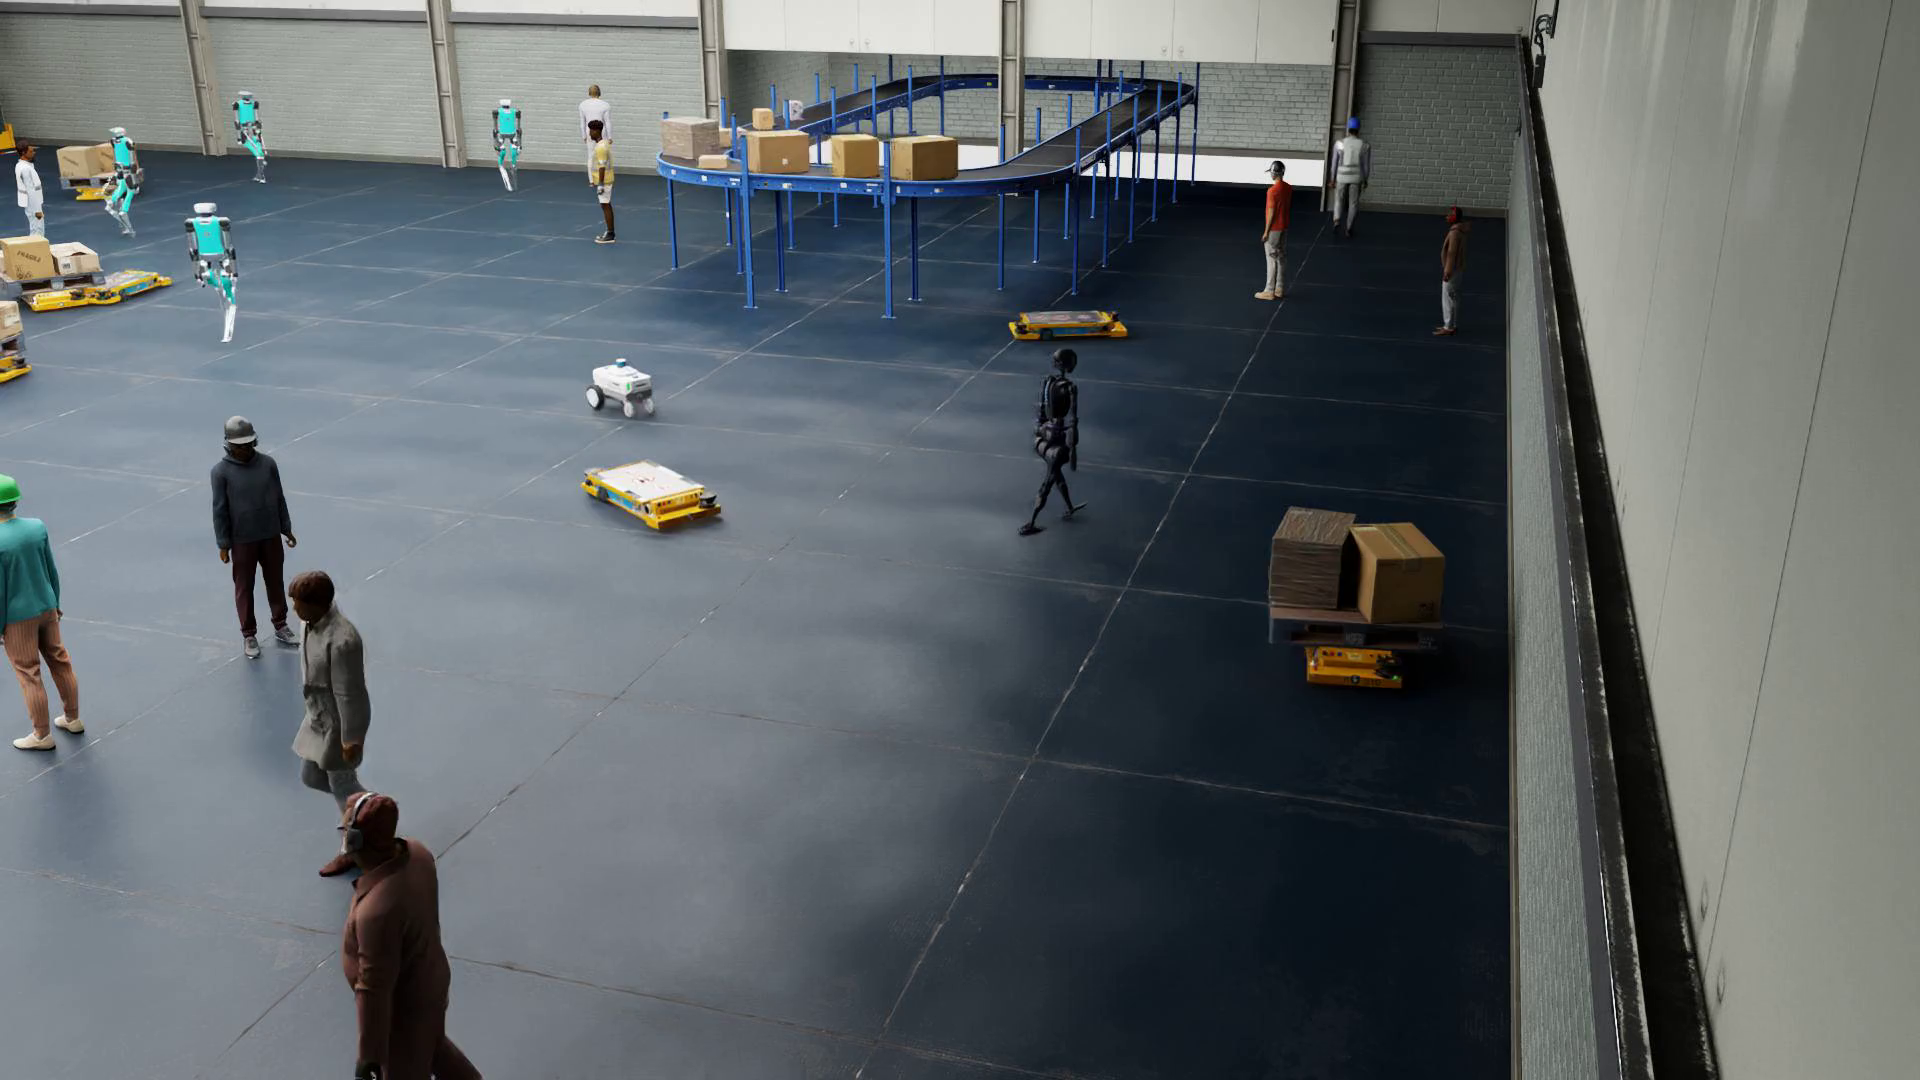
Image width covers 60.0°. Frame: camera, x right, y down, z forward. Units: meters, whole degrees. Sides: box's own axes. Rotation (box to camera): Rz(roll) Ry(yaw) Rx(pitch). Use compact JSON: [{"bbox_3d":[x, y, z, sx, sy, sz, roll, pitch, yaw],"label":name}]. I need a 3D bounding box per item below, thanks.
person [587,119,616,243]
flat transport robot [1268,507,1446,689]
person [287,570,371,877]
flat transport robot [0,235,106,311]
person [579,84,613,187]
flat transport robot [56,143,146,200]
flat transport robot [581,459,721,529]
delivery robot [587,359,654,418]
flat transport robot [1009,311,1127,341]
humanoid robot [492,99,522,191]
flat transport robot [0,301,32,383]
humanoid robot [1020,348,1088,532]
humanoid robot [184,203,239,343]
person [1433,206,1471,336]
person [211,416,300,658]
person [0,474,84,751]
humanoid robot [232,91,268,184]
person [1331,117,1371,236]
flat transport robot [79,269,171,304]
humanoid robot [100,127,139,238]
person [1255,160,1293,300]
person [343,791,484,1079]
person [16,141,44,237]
[{"bbox_3d":[-5.775,-5.802,26.881,0.373,1.959,0.602,-3,21,-7],"label":"person"},{"bbox_3d":[2.886,0.705,12.349,0.659,0.231,1.431,3,21,9],"label":"flat transport robot"},{"bbox_3d":[-3.522,1.018,9.381,0.435,1.817,0.539,-20,29,-41],"label":"person"},{"bbox_3d":[-12.594,-3.433,23.083,0.659,0.231,1.431,-16,26,-36],"label":"flat transport robot"},{"bbox_3d":[-7.003,-7.795,32.099,0.623,1.931,0.375,3,21,8],"label":"person"},{"bbox_3d":[-16.062,-6.592,31.275,0.659,0.231,1.431,-3,21,-8],"label":"flat transport robot"},{"bbox_3d":[-2.856,-0.433,15.301,0.659,0.231,1.431,-17,27,-36],"label":"flat transport robot"},{"bbox_3d":[-3.671,-1.676,18.108,0.756,0.580,0.499,20,28,41],"label":"delivery robot"},{"bbox_3d":[1.377,-2.746,21.299,1.431,0.231,0.659,-2,21,-6],"label":"flat transport robot"},{"bbox_3d":[-8.589,-7.409,31.514,0.543,1.895,0.764,-10,23,-24],"label":"humanoid robot"},{"bbox_3d":[-11.663,-1.981,19.315,1.431,0.231,0.659,2,21,5],"label":"flat transport robot"},{"bbox_3d":[0.863,-0.879,14.560,0.803,1.616,0.613,-12,24,-28],"label":"humanoid robot"},{"bbox_3d":[-9.380,-3.441,21.107,0.530,1.778,0.995,-4,21,-10],"label":"humanoid robot"},{"bbox_3d":[6.263,-3.413,21.118,0.313,1.645,0.480,10,23,24],"label":"person"},{"bbox_3d":[-5.145,-0.043,12.140,0.552,1.811,0.373,-19,28,-40],"label":"person"},{"bbox_3d":[-6.038,0.463,10.746,0.350,1.874,0.512,8,22,20],"label":"person"},{"bbox_3d":[-13.723,-7.825,32.455,0.872,1.784,0.544,16,26,35],"label":"humanoid robot"},{"bbox_3d":[6.397,-5.943,27.279,0.623,1.932,0.492,6,22,14],"label":"person"},{"bbox_3d":[-11.852,-3.561,23.413,0.659,0.231,1.431,4,21,10],"label":"flat transport robot"},{"bbox_3d":[-13.789,-5.780,27.213,0.538,1.860,0.704,12,24,29],"label":"humanoid robot"},{"bbox_3d":[4.348,-4.294,23.039,0.475,1.910,0.403,-20,29,-41],"label":"person"},{"bbox_3d":[-2.264,1.937,6.908,0.528,1.900,0.784,-4,21,-9],"label":"person"},{"bbox_3d":[-13.813,-4.977,24.796,0.391,1.919,0.590,-13,25,-30],"label":"person"}]
